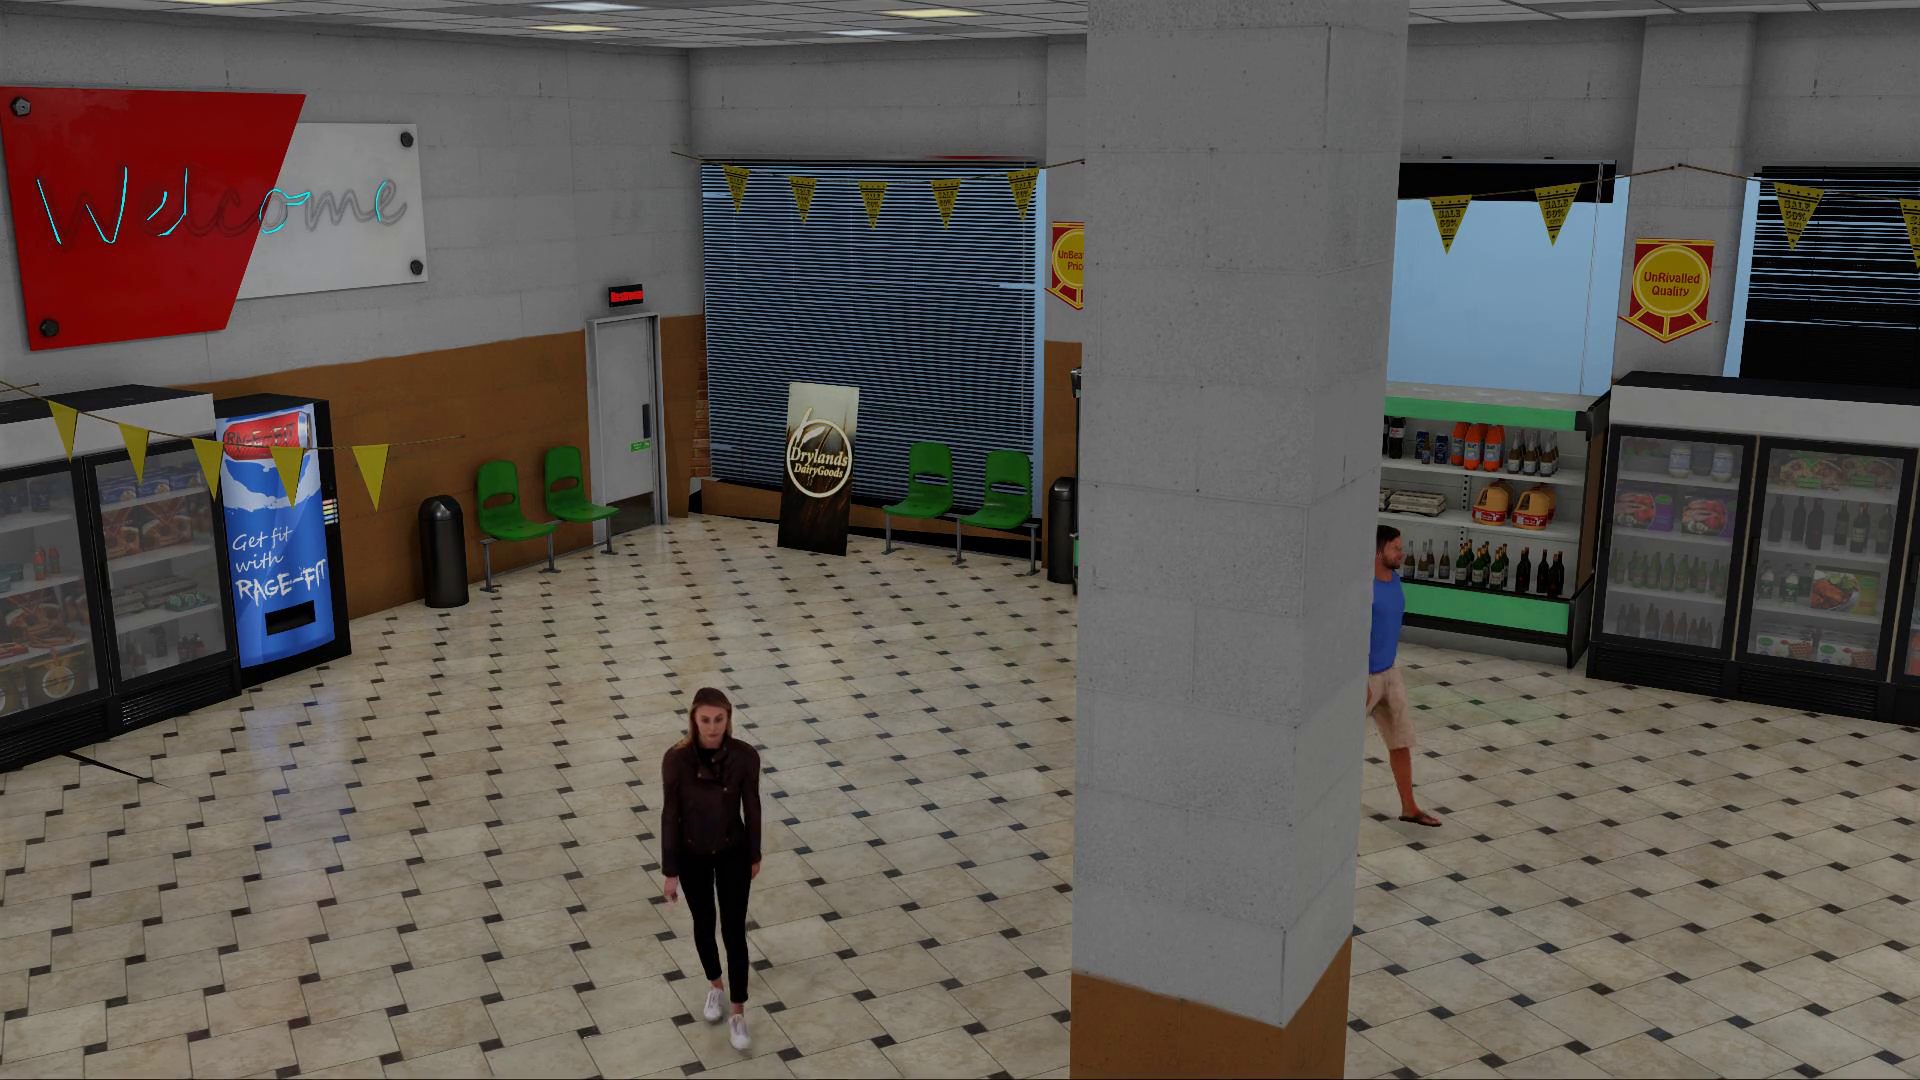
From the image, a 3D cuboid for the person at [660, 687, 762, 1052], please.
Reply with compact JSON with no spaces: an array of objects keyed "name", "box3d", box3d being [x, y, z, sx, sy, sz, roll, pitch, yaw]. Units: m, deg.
[{"name":"person","box3d":[-1.158,1.465,7.795,0.871,1.680,0.901,-1,14,-4]}]
